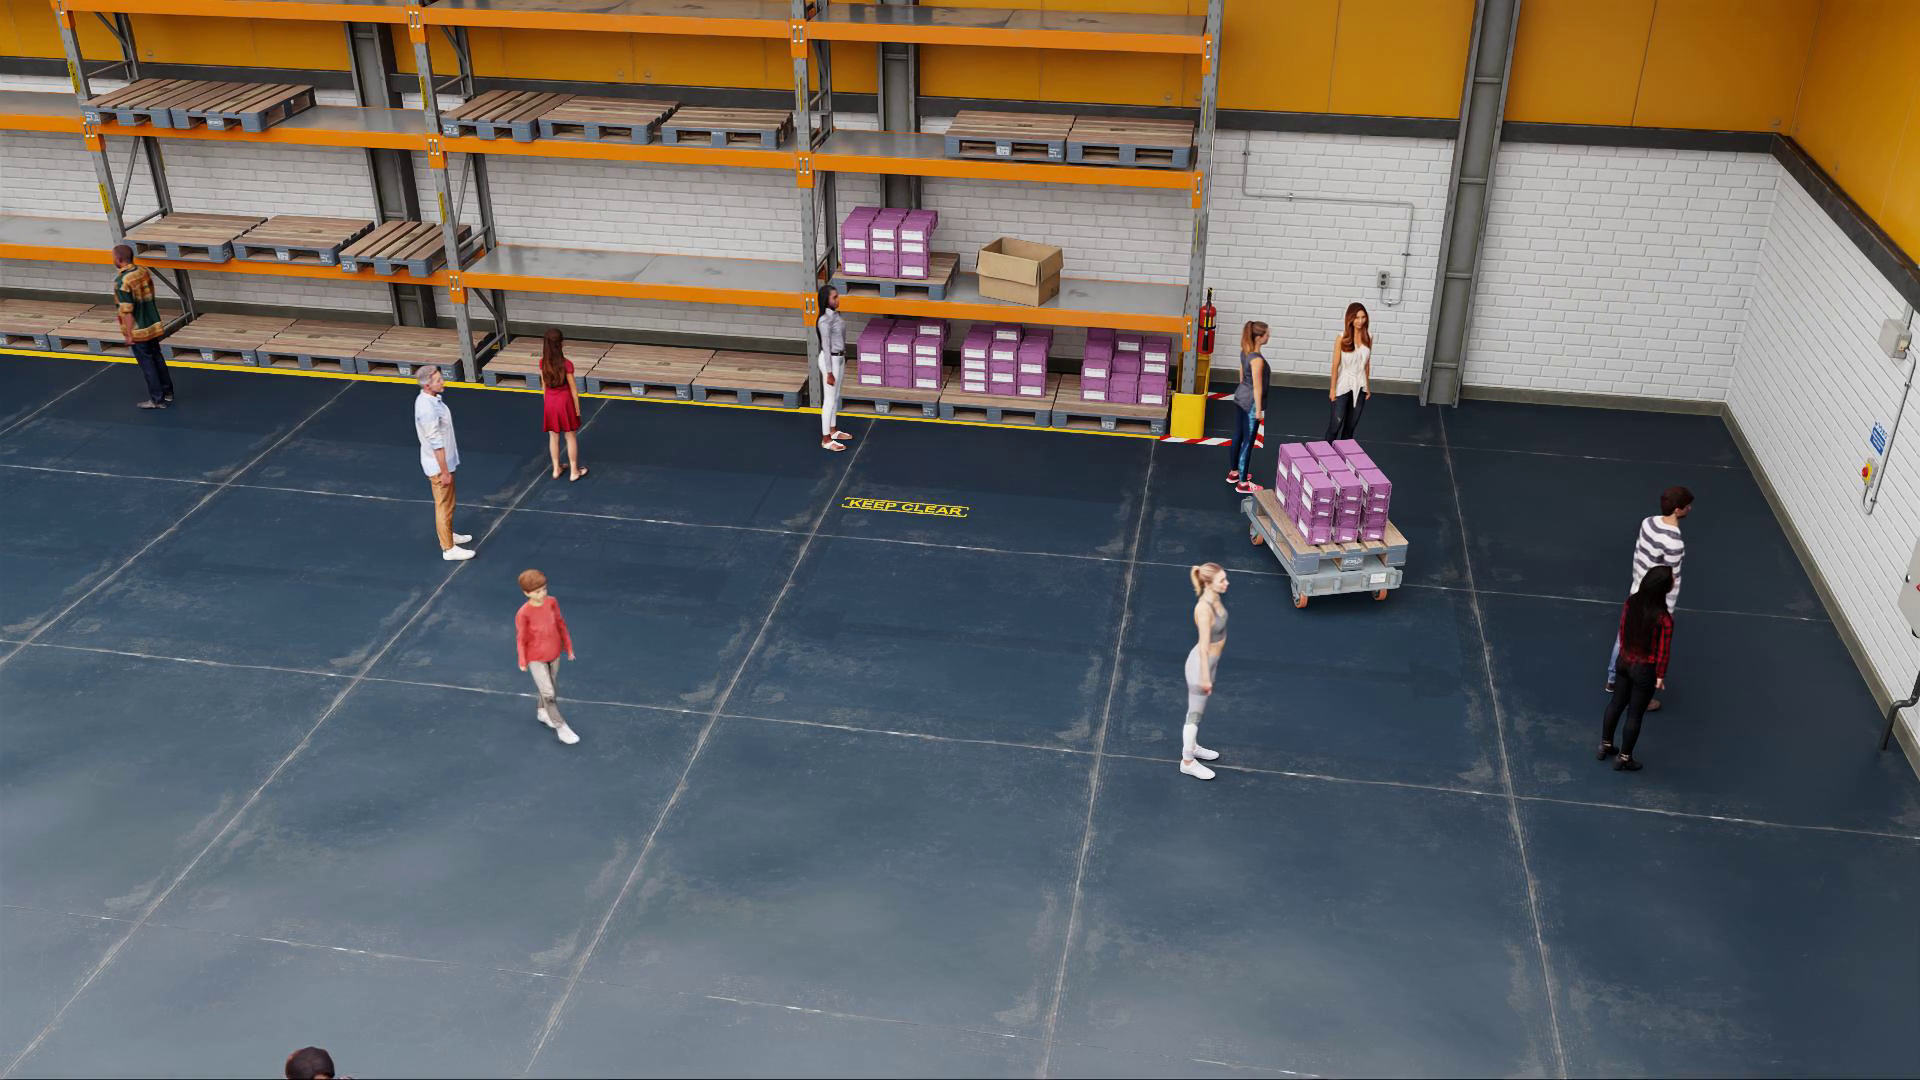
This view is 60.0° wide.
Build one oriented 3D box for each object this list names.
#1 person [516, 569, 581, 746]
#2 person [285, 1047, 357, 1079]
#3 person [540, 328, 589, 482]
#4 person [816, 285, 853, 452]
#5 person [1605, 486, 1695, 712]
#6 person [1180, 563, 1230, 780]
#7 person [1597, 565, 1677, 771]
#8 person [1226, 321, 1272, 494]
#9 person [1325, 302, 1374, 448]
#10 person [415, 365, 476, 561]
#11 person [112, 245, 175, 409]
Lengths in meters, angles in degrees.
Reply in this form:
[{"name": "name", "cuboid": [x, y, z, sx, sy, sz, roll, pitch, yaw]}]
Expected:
[{"name": "person", "cuboid": [-3.175, 0.825, 12.502, 0.904, 1.399, 0.763, 21, 35, 34]}, {"name": "person", "cuboid": [-2.977, 3.101, 8.001, 0.675, 1.713, 0.720, -24, 37, -37]}, {"name": "person", "cuboid": [-3.923, -1.331, 16.296, 0.533, 1.551, 0.592, 5, 29, 10]}, {"name": "person", "cuboid": [-1.299, -1.778, 16.935, 0.504, 1.724, 0.598, 5, 29, 10]}, {"name": "person", "cuboid": [5.303, 0.425, 12.762, 0.650, 1.852, 0.717, -5, 29, -8]}, {"name": "person", "cuboid": [1.753, 0.915, 12.020, 0.578, 1.703, 0.590, 9, 30, 16]}, {"name": "person", "cuboid": [4.911, 0.920, 12.059, 0.692, 1.656, 0.668, -12, 31, -21]}, {"name": "person", "cuboid": [2.793, -1.301, 16.062, 0.638, 1.722, 0.635, -5, 29, -9]}, {"name": "person", "cuboid": [3.811, -1.481, 16.326, 0.631, 1.785, 0.745, -10, 30, -17]}, {"name": "person", "cuboid": [-4.655, -0.713, 14.876, 0.749, 1.826, 0.771, -9, 30, -16]}, {"name": "person", "cuboid": [-8.754, -2.293, 17.791, 0.675, 1.808, 0.712, 2, 29, 4]}]
